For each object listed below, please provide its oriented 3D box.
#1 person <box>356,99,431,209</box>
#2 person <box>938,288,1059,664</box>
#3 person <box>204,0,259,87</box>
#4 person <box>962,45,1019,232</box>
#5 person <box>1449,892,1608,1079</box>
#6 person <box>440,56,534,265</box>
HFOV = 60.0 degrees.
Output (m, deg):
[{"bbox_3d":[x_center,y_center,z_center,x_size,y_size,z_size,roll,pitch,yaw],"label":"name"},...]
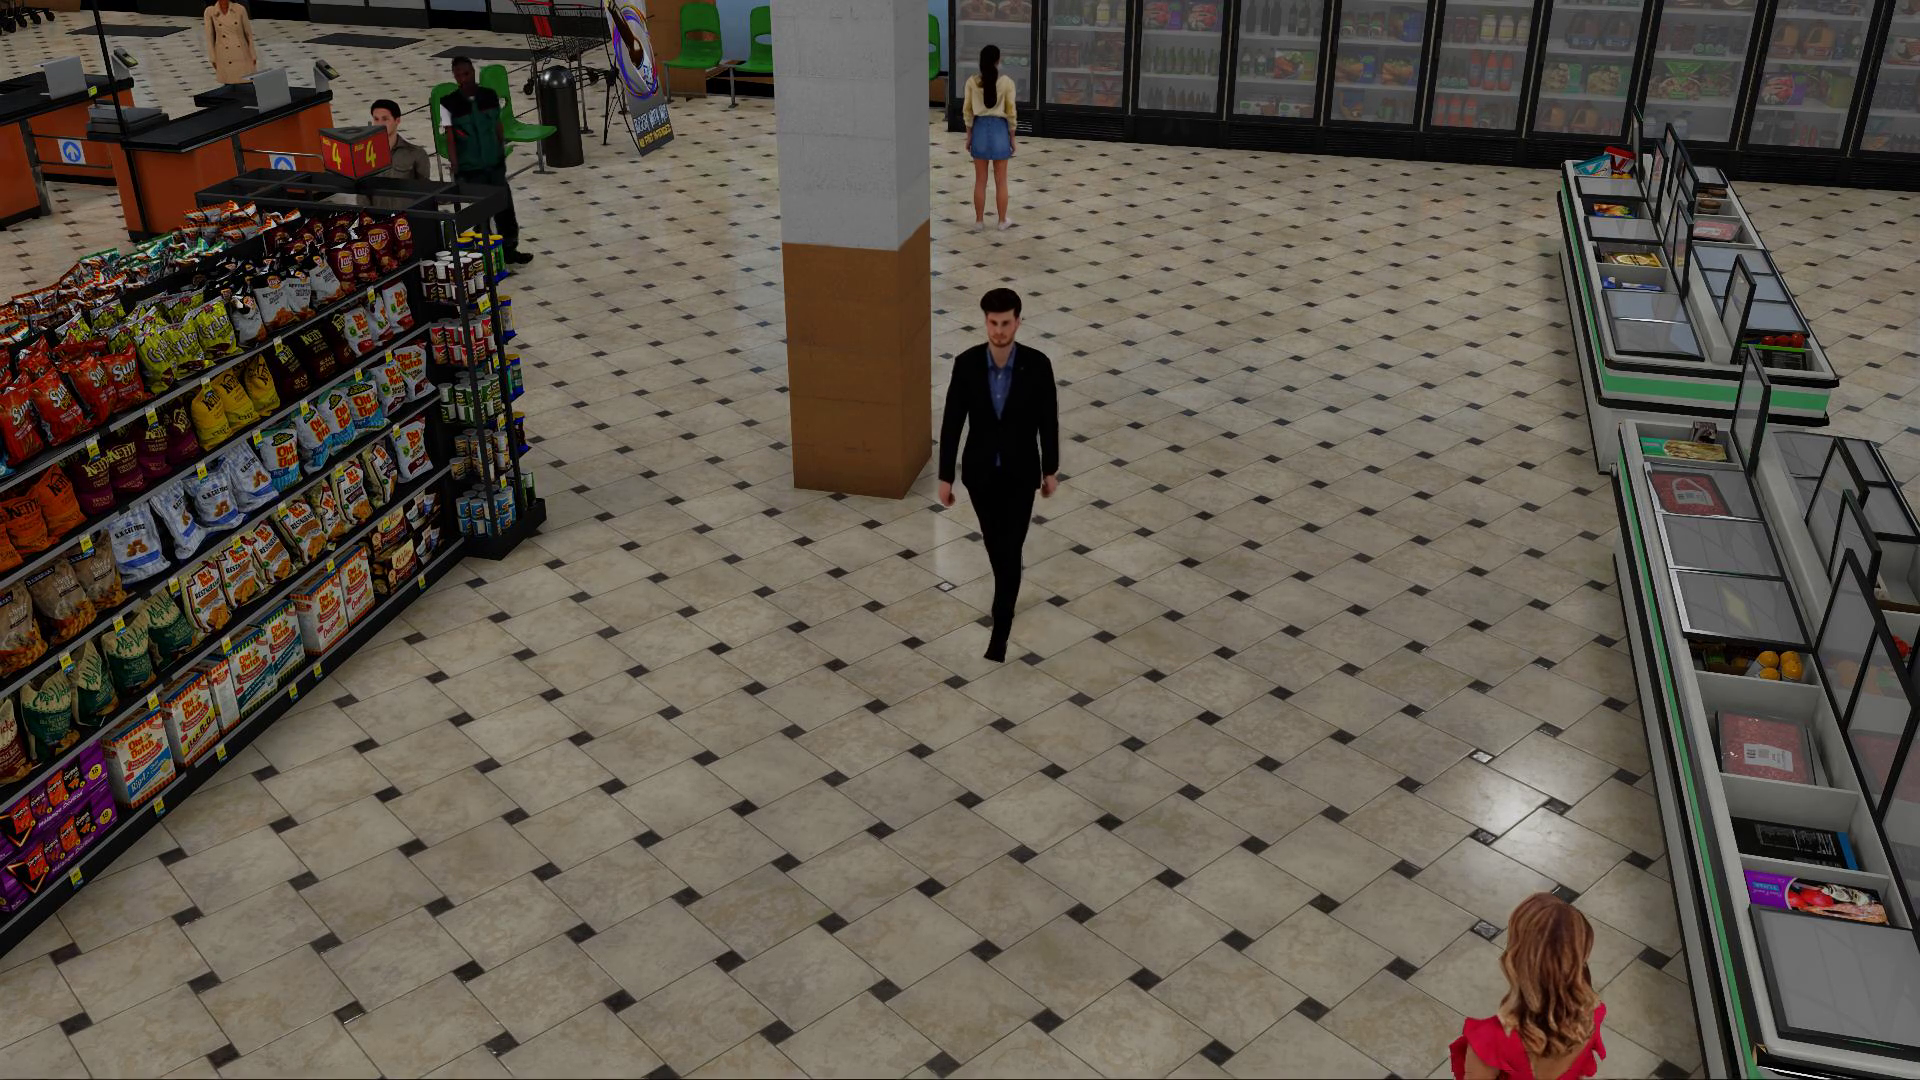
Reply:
[{"bbox_3d":[-3.993,-2.212,11.896,0.770,1.866,0.712,-1,27,-3],"label":"person"},{"bbox_3d":[0.211,-0.375,8.303,0.768,1.838,1.179,5,27,10],"label":"person"},{"bbox_3d":[-7.873,-5.222,18.034,0.714,1.682,0.737,-10,29,-20],"label":"person"},{"bbox_3d":[0.268,-3.592,14.878,0.662,1.630,0.566,4,27,7],"label":"person"},{"bbox_3d":[1.466,1.712,4.326,0.805,1.713,0.871,-12,29,-22],"label":"person"},{"bbox_3d":[-3.920,-3.044,13.600,0.951,1.808,0.810,16,31,28],"label":"person"}]
